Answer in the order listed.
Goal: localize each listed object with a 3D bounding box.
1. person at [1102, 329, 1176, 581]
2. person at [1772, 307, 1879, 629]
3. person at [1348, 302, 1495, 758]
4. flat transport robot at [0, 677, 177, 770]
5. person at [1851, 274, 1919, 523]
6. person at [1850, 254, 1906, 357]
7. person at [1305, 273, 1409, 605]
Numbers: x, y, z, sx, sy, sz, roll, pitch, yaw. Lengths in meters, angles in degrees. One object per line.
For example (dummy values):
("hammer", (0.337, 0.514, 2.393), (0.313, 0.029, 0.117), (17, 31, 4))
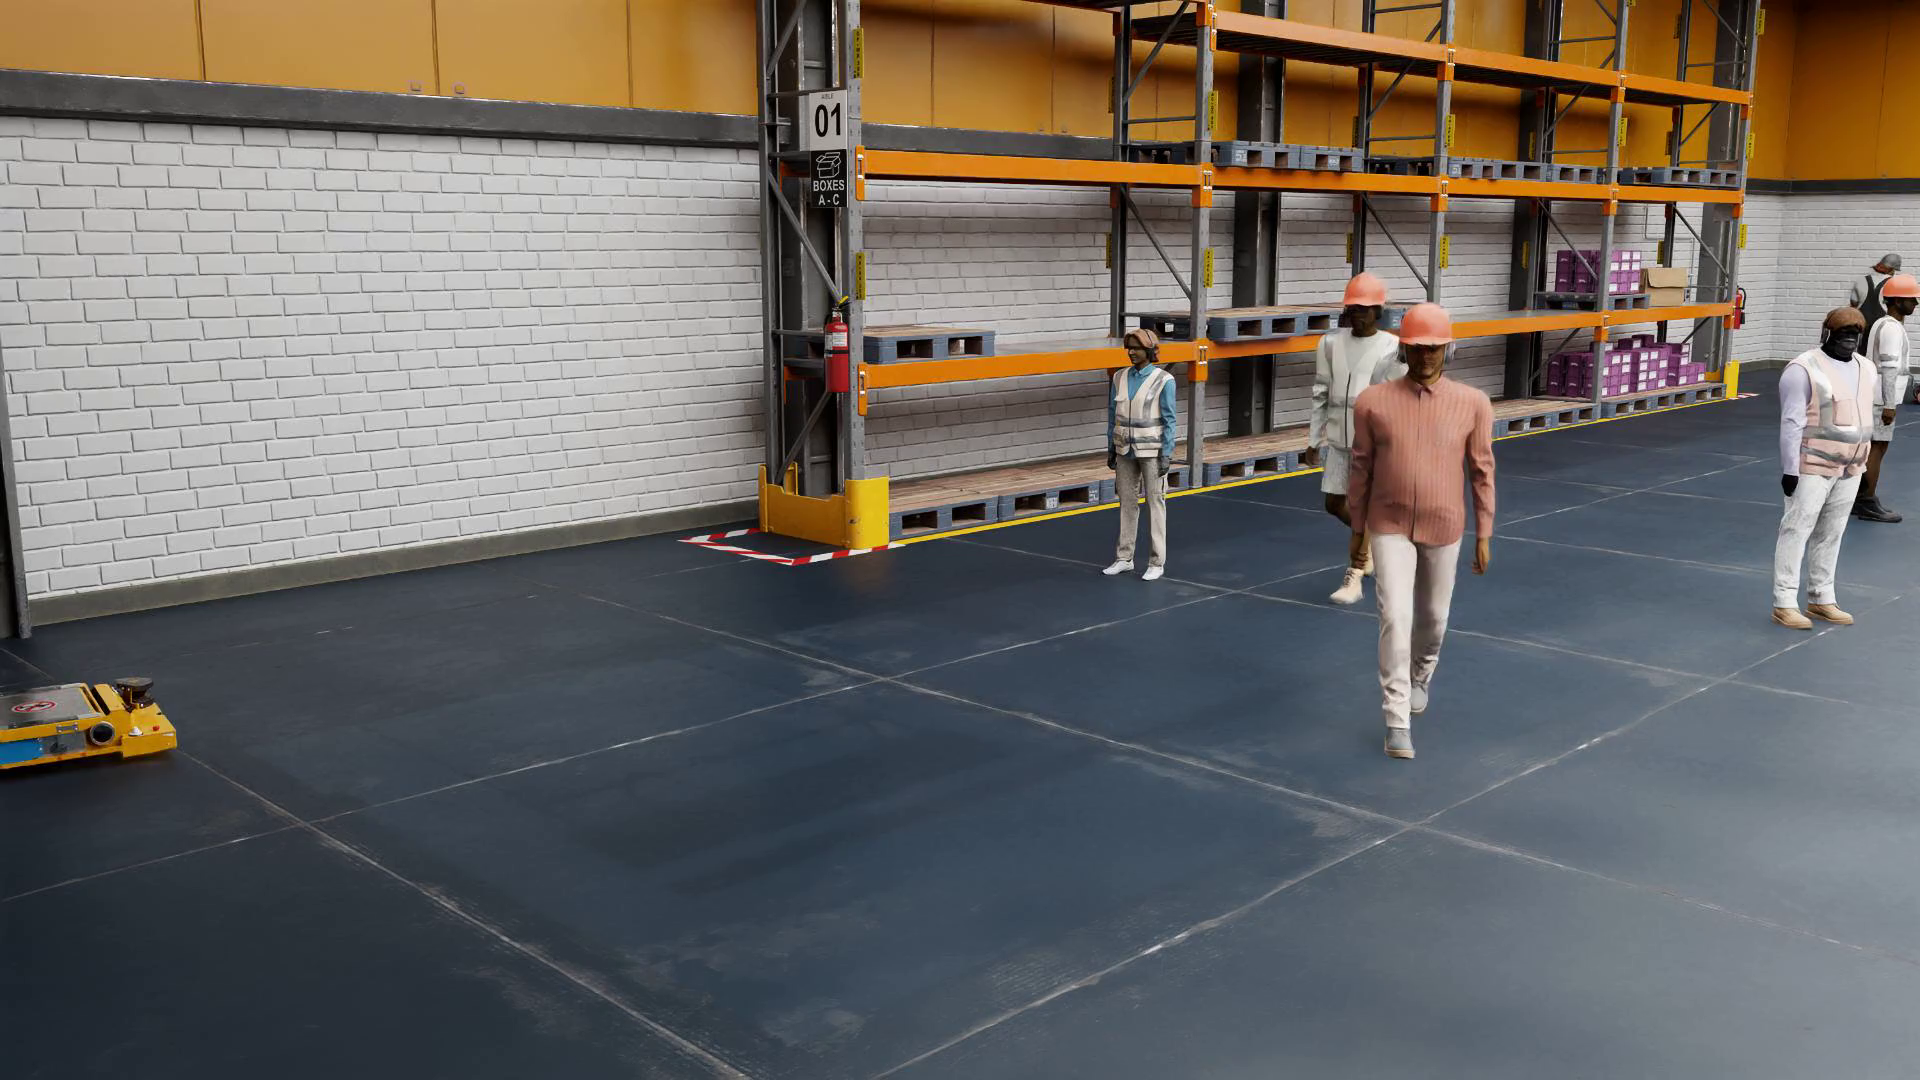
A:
("person", (1.181, -0.558, 10.882), (0.517, 1.641, 0.308), (9, 14, 41))
("person", (4.974, -0.410, 9.536), (0.625, 1.840, 0.430), (-4, 11, -19))
("person", (2.056, -0.087, 7.451), (0.624, 1.962, 0.963), (2, 11, 11))
("flat transport robot", (-4.156, 0.831, 7.040), (1.431, 0.197, 0.652), (-7, 13, -34))
("person", (7.307, -1.115, 13.104), (0.378, 1.938, 0.547), (4, 11, 20))
("person", (12.754, -2.998, 23.091), (0.542, 2.000, 0.710), (-8, 13, -37))
("person", (2.502, -0.641, 10.301), (0.623, 2.020, 0.754), (9, 14, 41))
